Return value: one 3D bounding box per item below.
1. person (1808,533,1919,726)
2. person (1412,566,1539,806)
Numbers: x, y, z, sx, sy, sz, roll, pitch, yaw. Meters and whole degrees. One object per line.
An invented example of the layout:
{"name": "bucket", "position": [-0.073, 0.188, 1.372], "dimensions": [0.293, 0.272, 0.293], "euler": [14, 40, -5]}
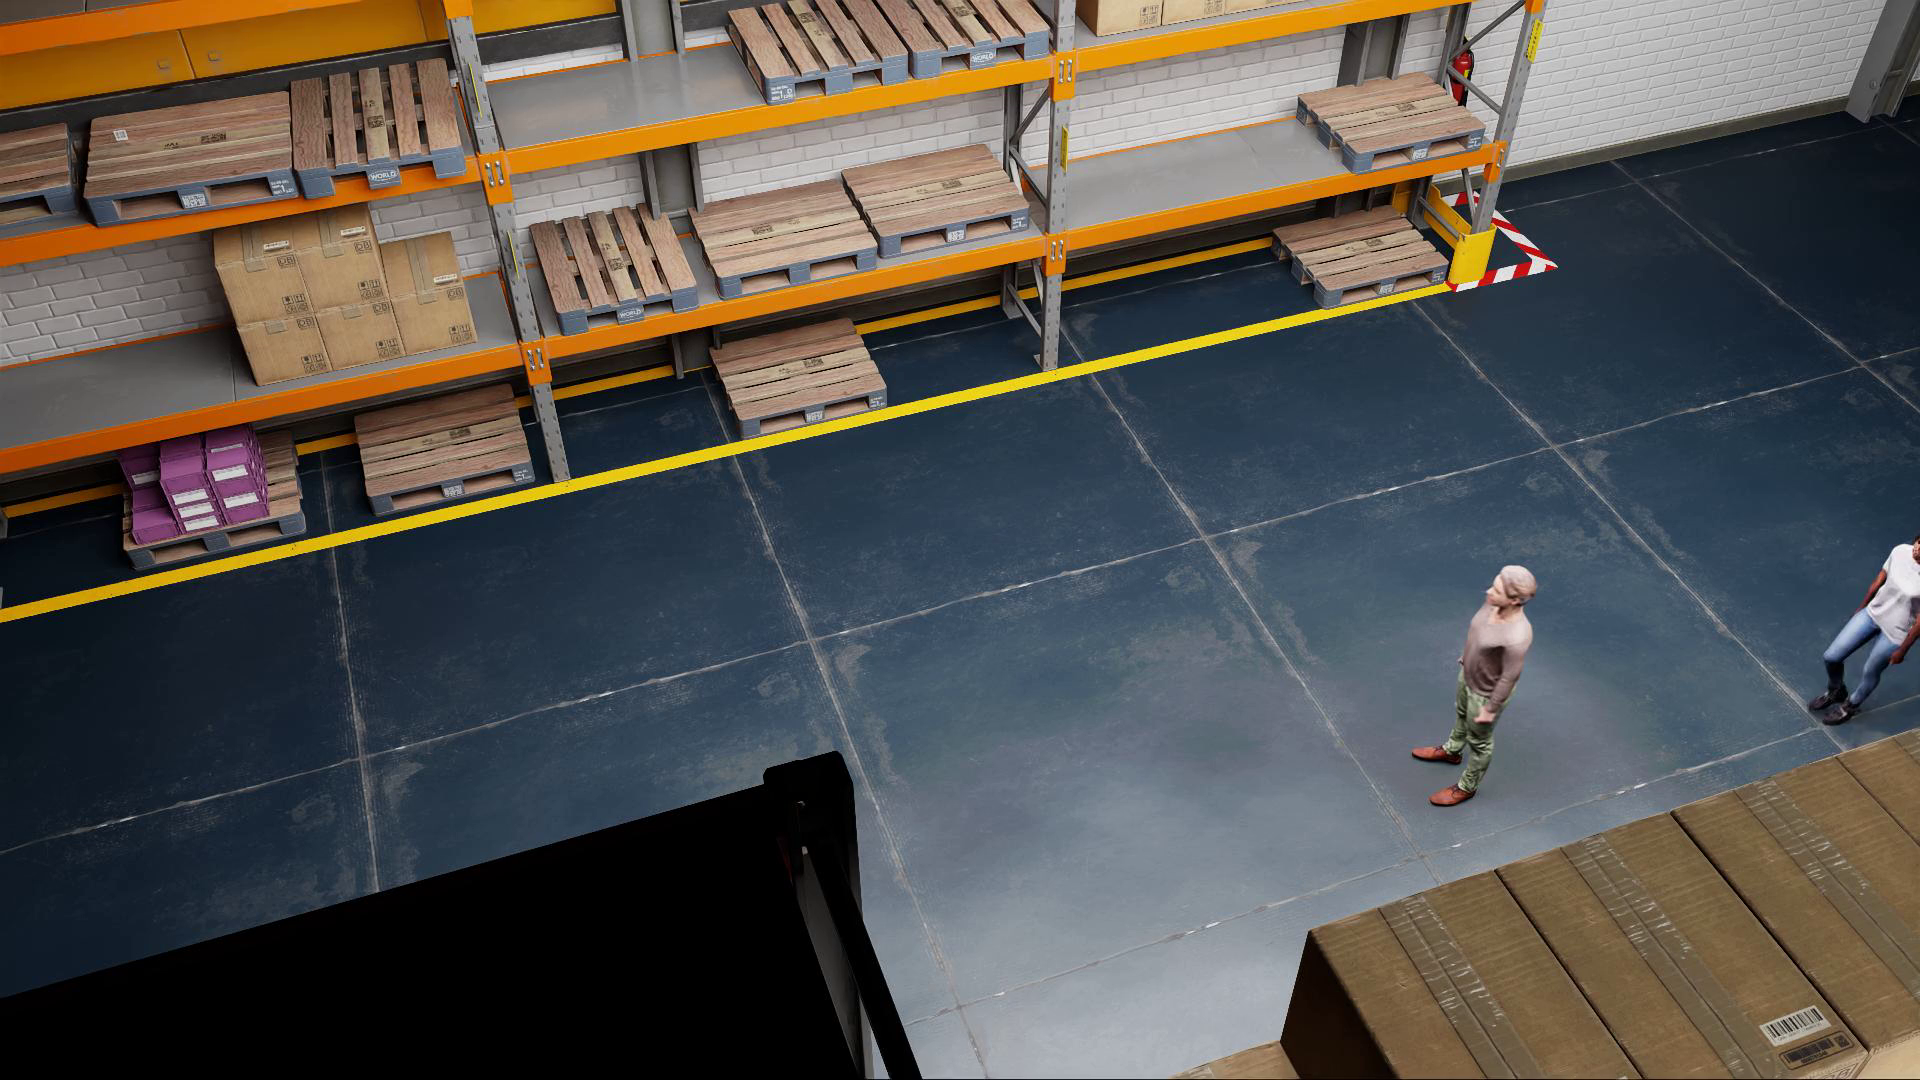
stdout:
{"name": "person", "position": [5.826, 0.525, 10.358], "dimensions": [0.620, 1.717, 0.603], "euler": [-15, 46, -15]}
{"name": "person", "position": [3.129, 0.845, 9.907], "dimensions": [0.704, 1.876, 0.742], "euler": [-2, 44, -2]}
